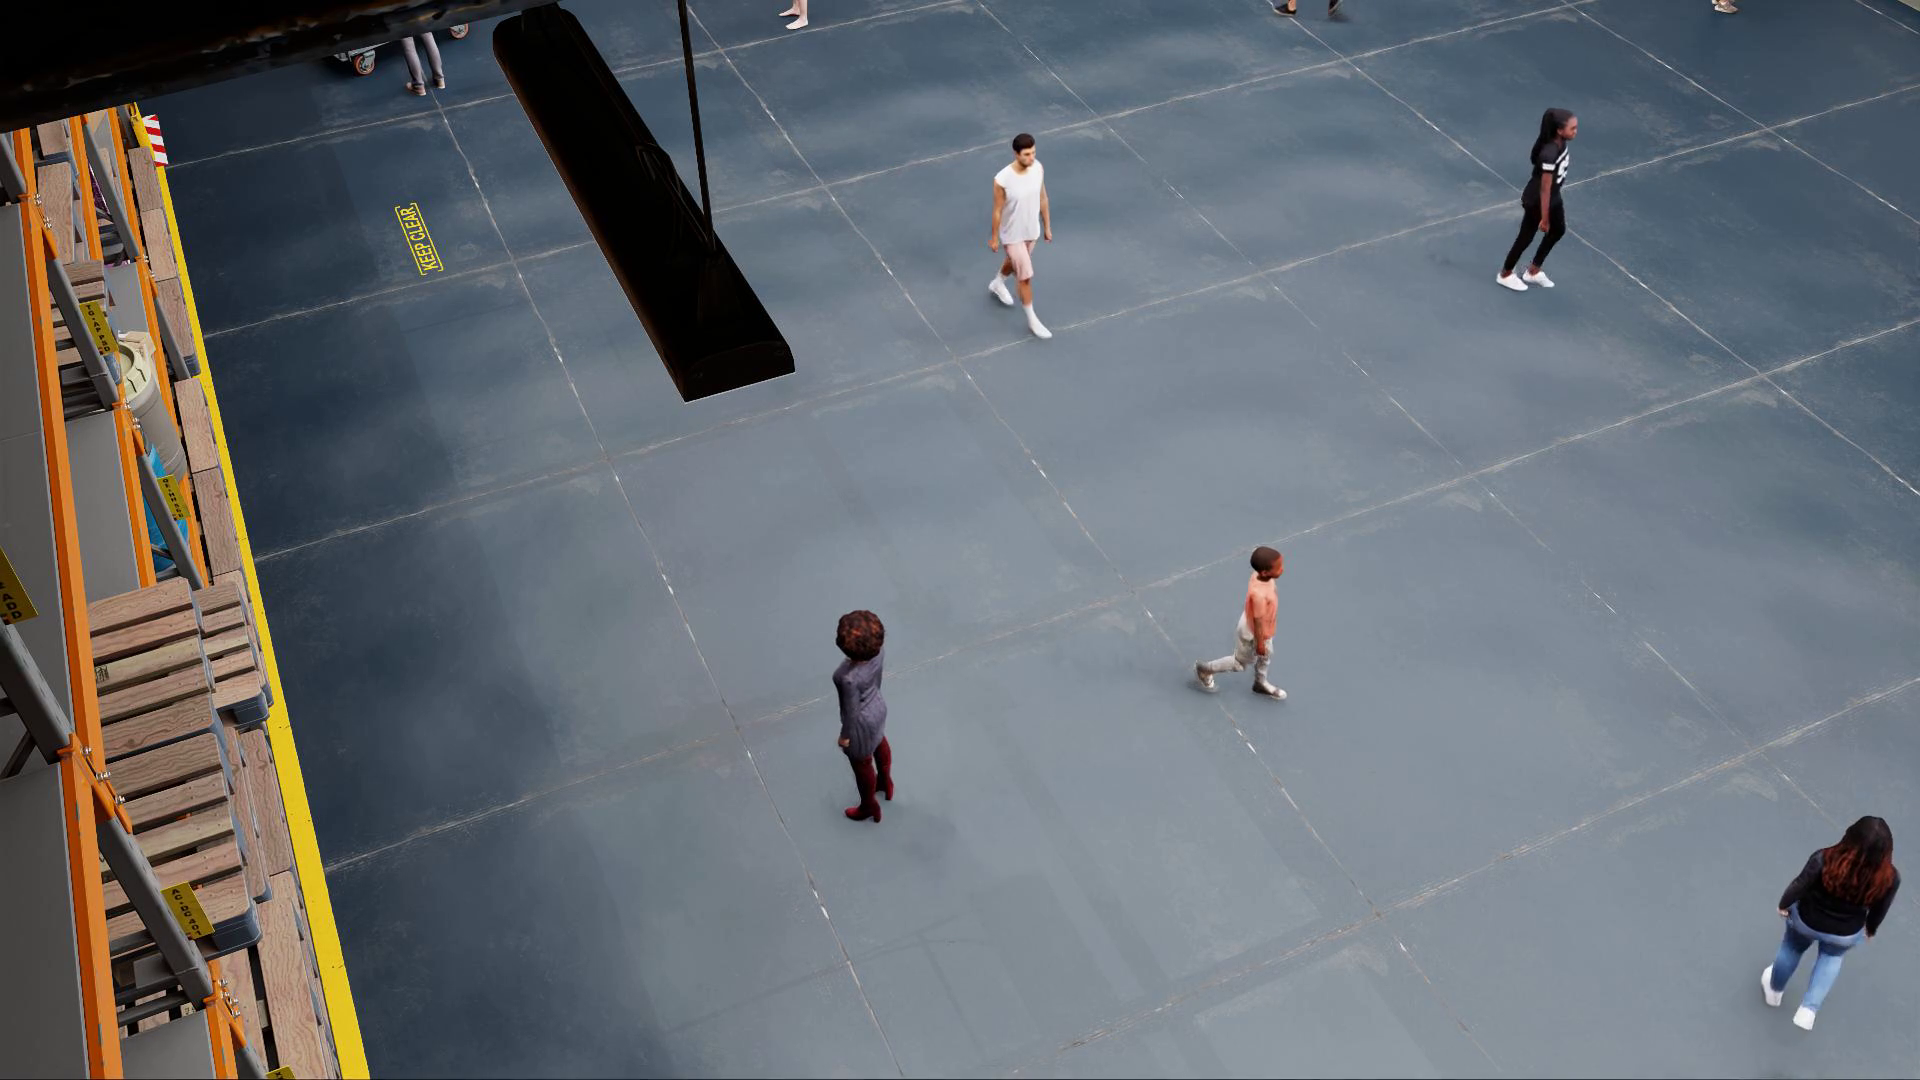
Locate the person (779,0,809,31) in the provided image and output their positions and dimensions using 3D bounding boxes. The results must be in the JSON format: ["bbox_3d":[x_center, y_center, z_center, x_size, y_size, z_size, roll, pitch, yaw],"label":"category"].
[{"bbox_3d":[-1.795,-6.356,17.710,0.659,1.767,0.540,-12,45,-13],"label":"person"}]

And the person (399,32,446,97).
[{"bbox_3d":[-5.526,-5.385,16.567,0.698,1.937,0.629,-26,50,-25],"label":"person"}]

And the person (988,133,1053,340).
[{"bbox_3d":[0.448,-2.599,13.782,0.816,1.745,1.180,-27,50,-25],"label":"person"}]

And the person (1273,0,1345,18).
[{"bbox_3d":[3.843,-6.334,17.850,1.002,1.542,0.962,12,45,12],"label":"person"}]

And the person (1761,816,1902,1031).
[{"bbox_3d":[4.669,2.102,8.935,0.846,1.623,0.906,15,46,16],"label":"person"}]

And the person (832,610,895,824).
[{"bbox_3d":[-0.569,1.065,9.961,0.706,1.711,0.665,18,47,18],"label":"person"}]

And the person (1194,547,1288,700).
[{"bbox_3d":[1.864,0.554,10.798,0.885,1.296,0.805,15,46,15],"label":"person"}]

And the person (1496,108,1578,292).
[{"bbox_3d":[4.843,-2.882,14.101,0.861,1.715,0.799,22,48,21],"label":"person"}]
